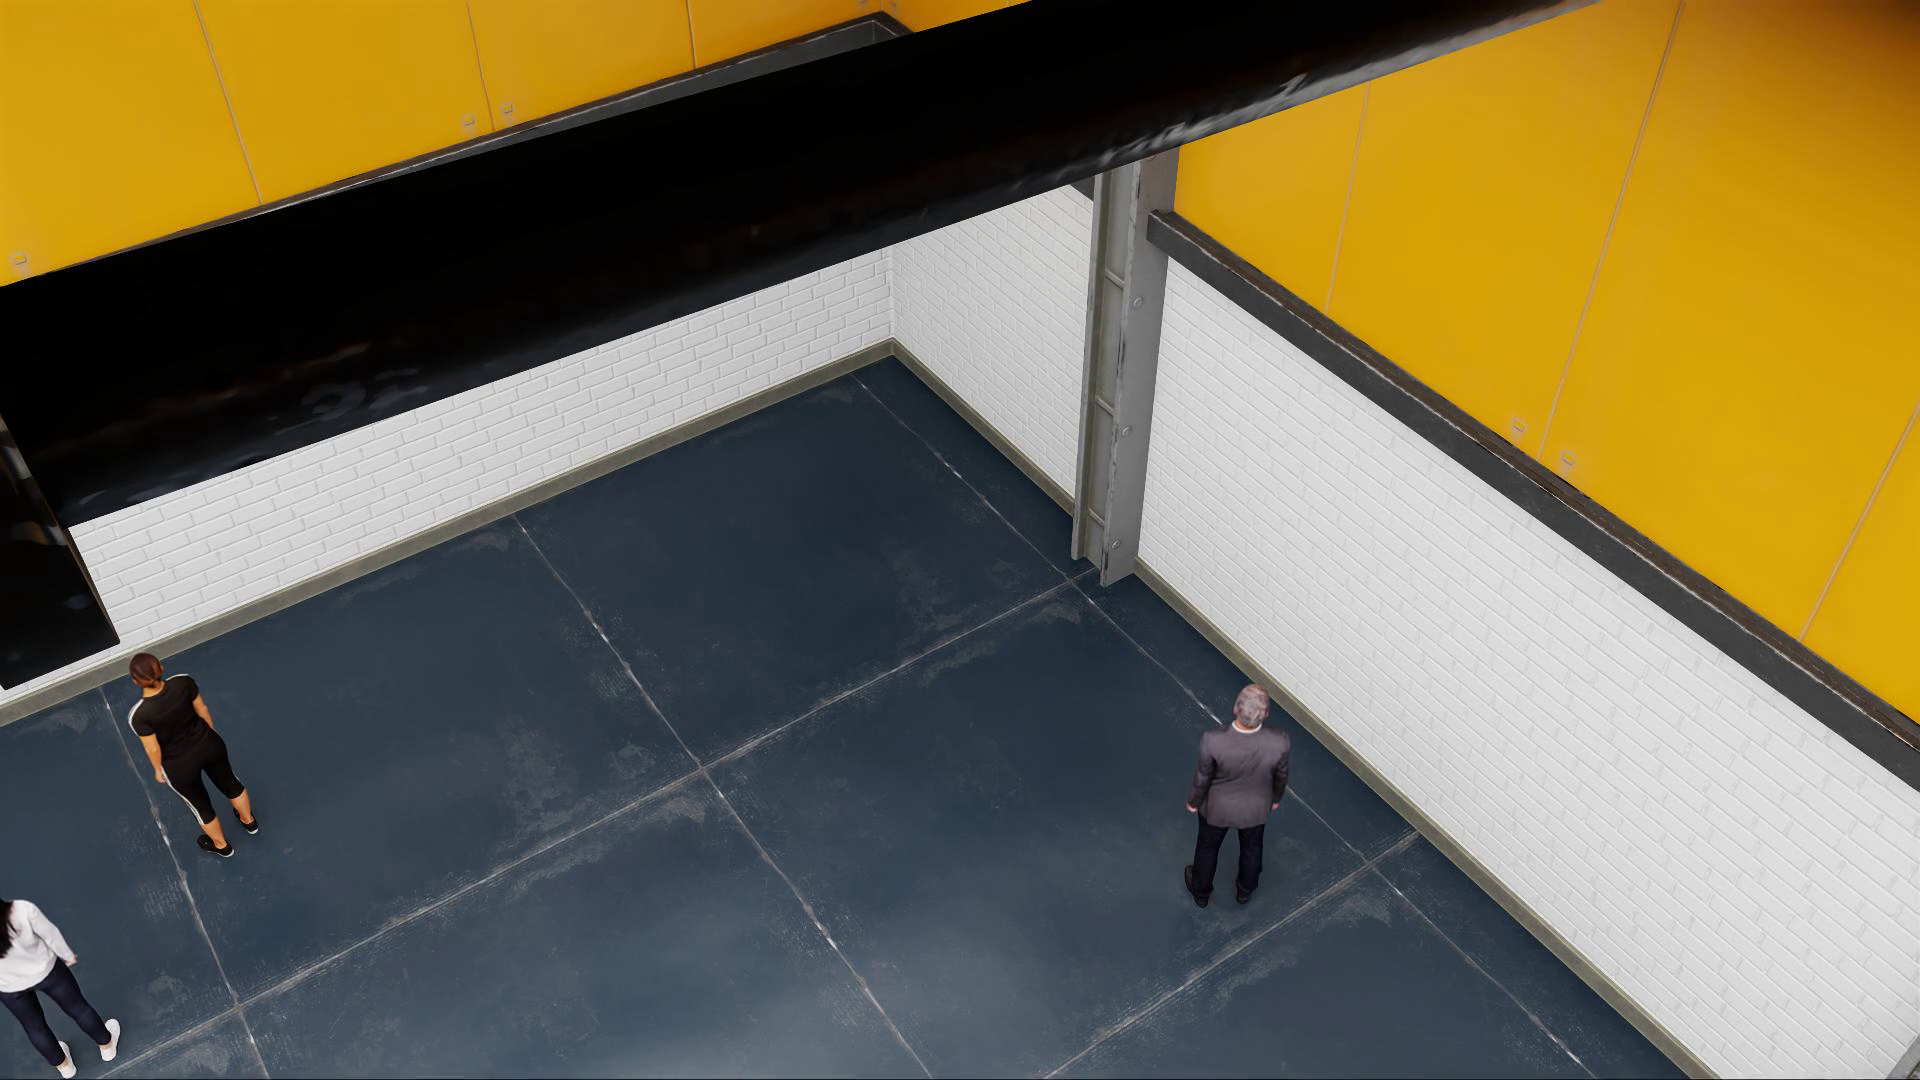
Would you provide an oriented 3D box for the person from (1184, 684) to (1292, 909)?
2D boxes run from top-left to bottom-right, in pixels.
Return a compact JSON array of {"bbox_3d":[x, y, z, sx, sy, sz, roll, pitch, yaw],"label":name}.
[{"bbox_3d":[1.565,1.457,9.432,0.810,1.840,0.808,-2,44,-2],"label":"person"}]

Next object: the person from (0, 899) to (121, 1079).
[{"bbox_3d":[-4.881,2.265,8.685,0.637,1.700,0.580,-19,47,-19],"label":"person"}]

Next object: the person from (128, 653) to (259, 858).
[{"bbox_3d":[-4.530,1.247,9.776,0.640,1.669,0.651,25,49,24],"label":"person"}]
